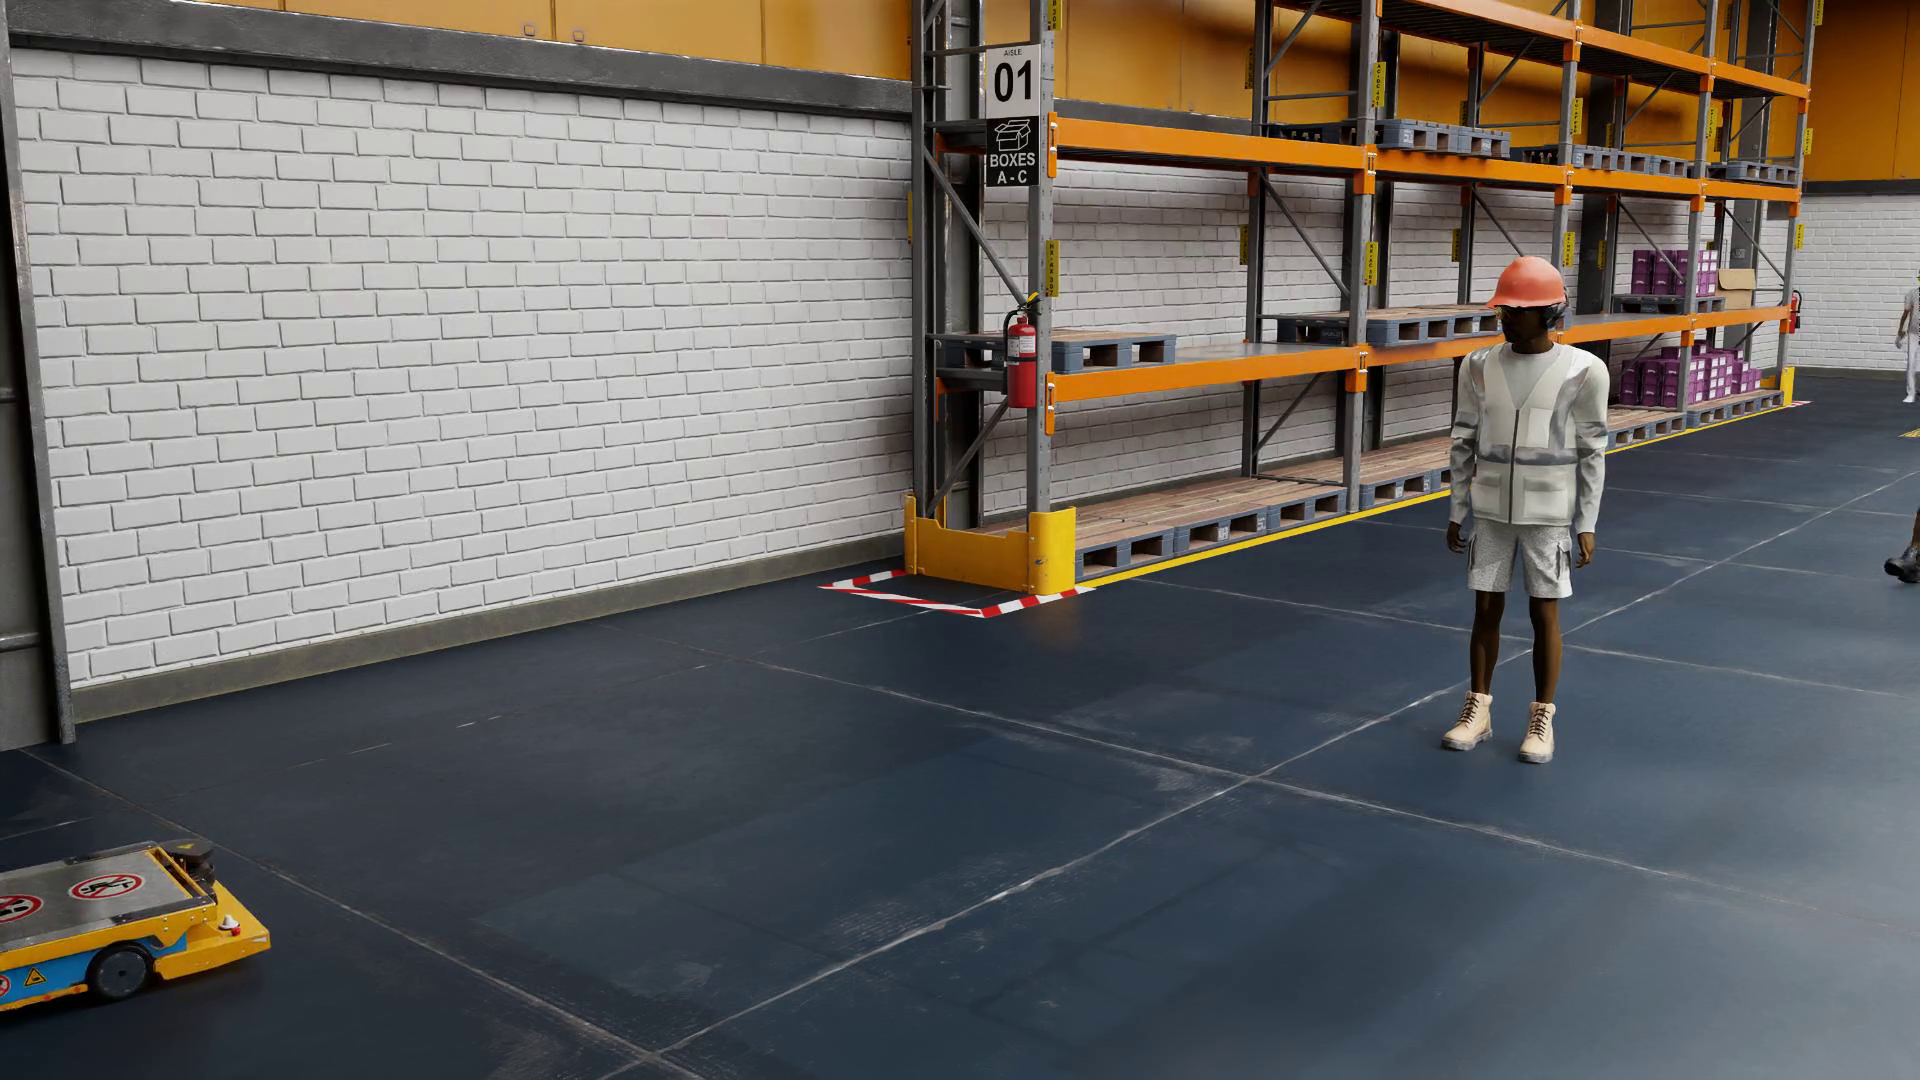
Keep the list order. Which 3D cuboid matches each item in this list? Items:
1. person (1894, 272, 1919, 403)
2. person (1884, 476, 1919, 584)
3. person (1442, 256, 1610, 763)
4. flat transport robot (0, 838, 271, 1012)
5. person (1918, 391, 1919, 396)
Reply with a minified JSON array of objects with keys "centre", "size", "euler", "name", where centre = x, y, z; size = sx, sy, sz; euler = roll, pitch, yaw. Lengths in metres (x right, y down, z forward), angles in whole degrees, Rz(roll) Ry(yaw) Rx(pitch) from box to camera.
[{"centre":[12.898,-2.758,22.351],"size":[0.540,1.851,0.446],"euler":[9,14,42],"name":"person"},{"centre":[6.092,-0.647,10.163],"size":[0.930,1.896,0.569],"euler":[-7,12,-34],"name":"person"},{"centre":[2.266,-0.113,6.725],"size":[0.611,2.038,0.392],"euler":[7,12,36],"name":"person"},{"centre":[-2.758,1.141,4.619],"size":[1.431,0.197,0.652],"euler":[-8,13,-39],"name":"flat transport robot"},{"centre":[13.857,-2.939,22.990],"size":[0.788,1.998,0.671],"euler":[2,10,12],"name":"person"}]
